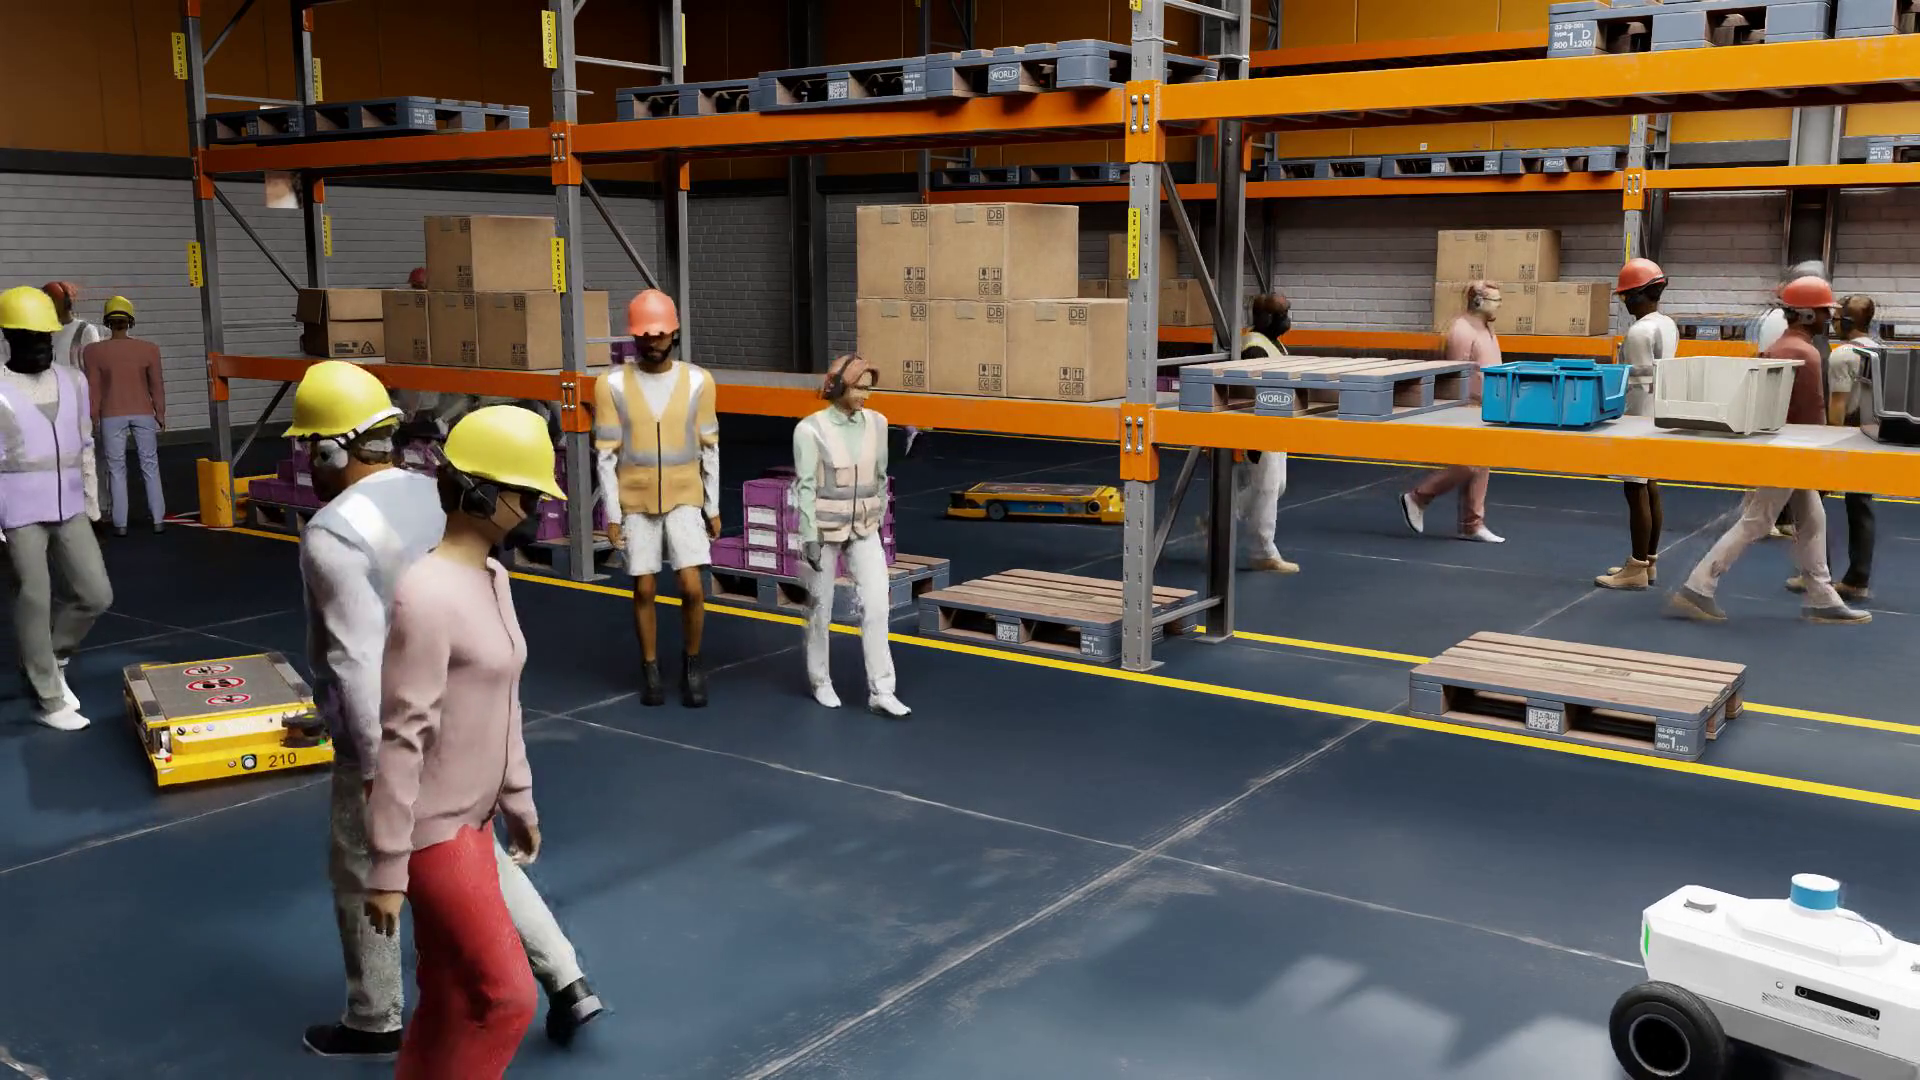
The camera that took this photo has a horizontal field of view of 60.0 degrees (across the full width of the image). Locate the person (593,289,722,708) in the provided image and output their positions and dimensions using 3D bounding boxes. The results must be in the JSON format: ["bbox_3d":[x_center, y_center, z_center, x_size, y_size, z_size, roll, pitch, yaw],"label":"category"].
[{"bbox_3d":[-1.354,-0.164,7.473,0.564,1.908,0.528,-2,10,-12],"label":"person"}]

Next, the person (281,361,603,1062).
[{"bbox_3d":[-1.288,0.449,4.150,0.758,1.793,0.608,3,10,15],"label":"person"}]

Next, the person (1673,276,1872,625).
[{"bbox_3d":[4.538,-0.486,9.233,1.028,1.955,0.604,3,10,17],"label":"person"}]

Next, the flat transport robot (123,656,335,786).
[{"bbox_3d":[-3.118,0.717,7.031,0.652,0.197,1.431,-6,11,-31],"label":"flat transport robot"}]

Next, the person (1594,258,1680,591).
[{"bbox_3d":[4.163,-0.702,10.242,0.392,2.034,0.605,7,12,37],"label":"person"}]

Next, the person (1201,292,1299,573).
[{"bbox_3d":[1.914,-0.700,10.851,0.609,1.831,0.629,4,10,23],"label":"person"}]

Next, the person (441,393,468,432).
[{"bbox_3d":[-5.981,-2.179,19.608,0.428,1.840,0.566,3,10,17],"label":"person"}]

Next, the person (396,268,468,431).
[{"bbox_3d":[-6.335,-2.271,19.870,0.620,1.949,1.019,9,13,44],"label":"person"}]

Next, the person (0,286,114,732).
[{"bbox_3d":[-3.923,-0.120,7.123,0.412,1.913,0.618,4,10,24],"label":"person"}]

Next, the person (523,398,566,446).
[{"bbox_3d":[-3.428,-1.289,14.089,0.750,1.913,0.650,0,10,1],"label":"person"}]

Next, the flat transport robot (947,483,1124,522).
[{"bbox_3d":[0.665,-0.308,13.132,1.431,0.197,0.652,2,10,12],"label":"flat transport robot"}]

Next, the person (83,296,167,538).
[{"bbox_3d":[-6.126,-0.901,12.221,0.535,1.767,0.316,-7,12,-36],"label":"person"}]

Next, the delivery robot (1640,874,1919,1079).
[{"bbox_3d":[2.022,1.043,3.968,0.477,0.478,0.707,-9,13,-42],"label":"delivery robot"}]

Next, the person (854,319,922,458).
[{"bbox_3d":[-0.819,-1.771,17.088,0.868,1.880,0.637,8,13,41],"label":"person"}]

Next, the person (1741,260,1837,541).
[{"bbox_3d":[6.012,-0.989,11.932,0.537,2.000,0.696,9,13,43],"label":"person"}]

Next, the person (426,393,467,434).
[{"bbox_3d":[-5.805,-1.950,18.869,0.434,1.616,0.536,-4,10,-21],"label":"person"}]

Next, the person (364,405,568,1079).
[{"bbox_3d":[-1.009,0.597,3.398,0.496,1.725,0.586,0,10,-3],"label":"person"}]

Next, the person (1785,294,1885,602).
[{"bbox_3d":[5.280,-0.557,9.991,0.556,1.821,0.626,-5,11,-25],"label":"person"}]

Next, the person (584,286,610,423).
[{"bbox_3d":[-3.431,-1.412,15.098,0.743,1.811,0.676,5,11,28],"label":"person"}]

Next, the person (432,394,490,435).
[{"bbox_3d":[-5.353,-1.915,18.031,0.690,1.851,0.525,-8,13,-41],"label":"person"}]

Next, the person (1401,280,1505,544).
[{"bbox_3d":[3.604,-0.918,11.950,0.633,1.886,0.652,7,12,34],"label":"person"}]

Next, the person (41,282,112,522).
[{"bbox_3d":[-6.790,-1.007,12.585,0.580,1.863,0.716,3,10,17],"label":"person"}]

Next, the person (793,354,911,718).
[{"bbox_3d":[-0.485,-0.006,7.338,0.531,1.604,0.744,-6,11,-32],"label":"person"}]
